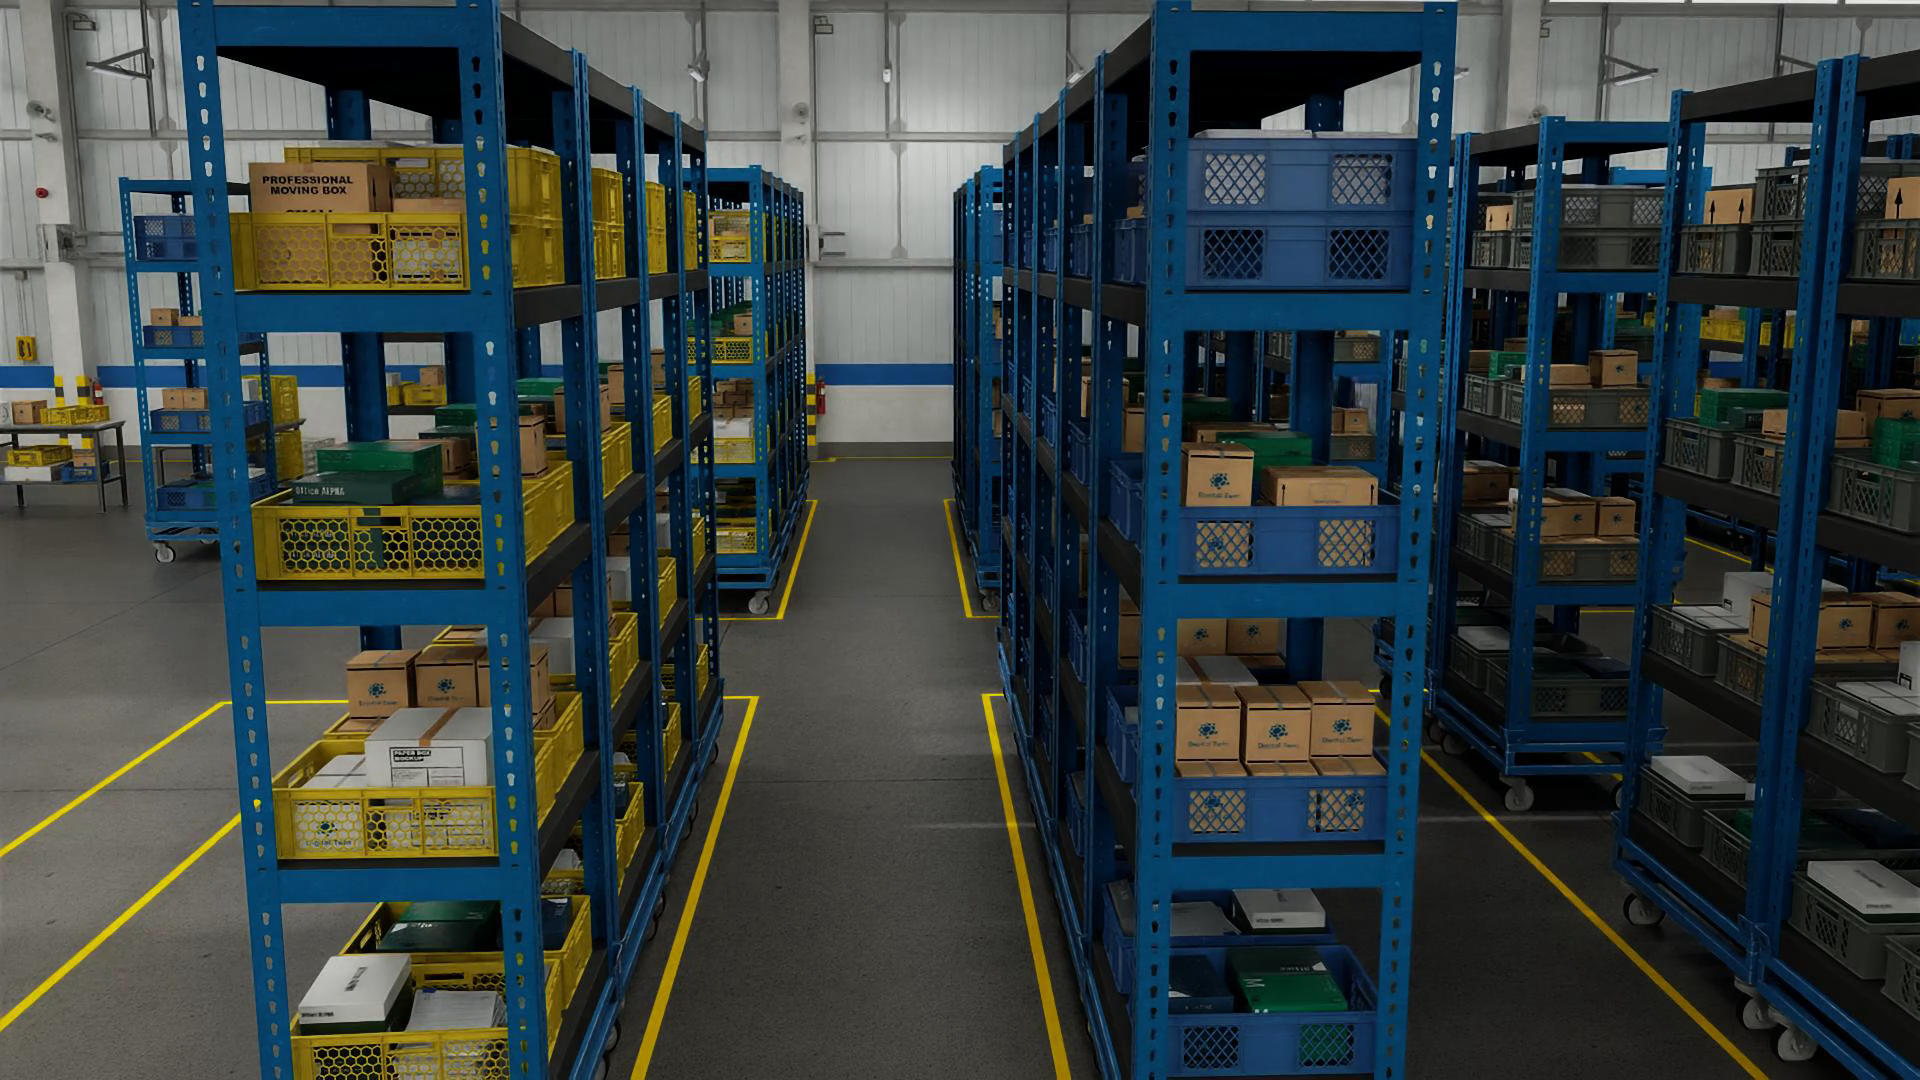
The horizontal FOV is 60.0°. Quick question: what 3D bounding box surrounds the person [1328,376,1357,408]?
[{"bbox_3d":[4.628,-1.517,20.424,0.490,1.831,0.578,3,10,14],"label":"person"}]
